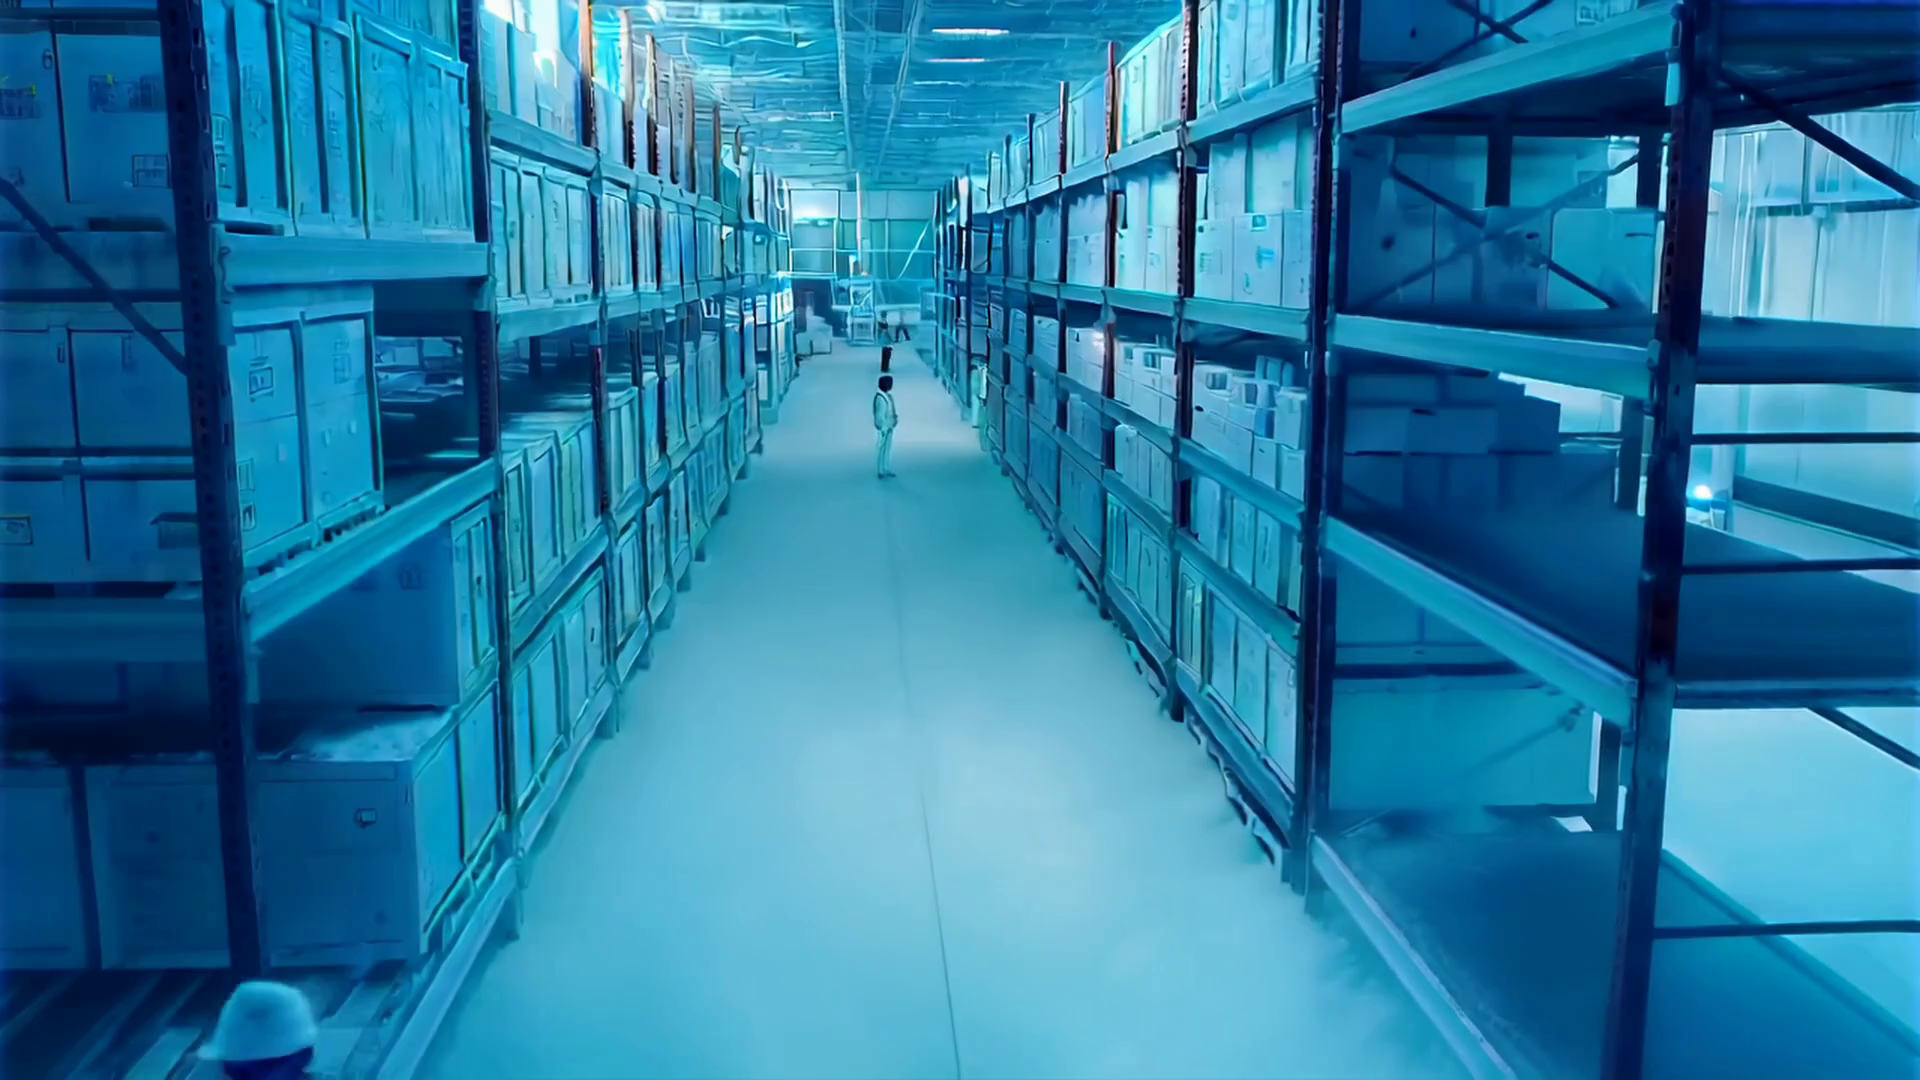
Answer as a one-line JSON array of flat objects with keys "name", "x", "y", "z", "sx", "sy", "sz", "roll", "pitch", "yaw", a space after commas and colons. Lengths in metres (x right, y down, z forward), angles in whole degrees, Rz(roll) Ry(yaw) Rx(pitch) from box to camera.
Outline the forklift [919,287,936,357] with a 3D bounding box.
[{"name": "forklift", "x": -1.085, "y": -8.861, "z": 67.398, "sx": 1.129, "sy": 2.768, "sz": 1.873, "roll": -1, "pitch": 10, "yaw": -3}]

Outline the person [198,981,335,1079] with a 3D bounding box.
[{"name": "person", "x": -1.834, "y": 2.132, "z": 4.698, "sx": 1.013, "sy": 1.893, "sz": 0.556, "roll": 0, "pitch": 10, "yaw": -3}]

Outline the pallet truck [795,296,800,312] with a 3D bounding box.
[{"name": "pallet truck", "x": -8.622, "y": -12.439, "z": 91.403, "sx": 1.885, "sy": 1.965, "sz": 0.823, "roll": 2, "pitch": 10, "yaw": 13}]

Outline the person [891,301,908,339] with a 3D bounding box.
[{"name": "person", "x": -2.998, "y": -10.865, "z": 82.331, "sx": 0.965, "sy": 1.885, "sz": 0.549, "roll": -1, "pitch": 10, "yaw": -6}]

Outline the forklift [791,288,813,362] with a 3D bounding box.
[{"name": "forklift", "x": -6.397, "y": -8.275, "z": 63.900, "sx": 1.129, "sy": 2.768, "sz": 1.873, "roll": -3, "pitch": 10, "yaw": -20}]

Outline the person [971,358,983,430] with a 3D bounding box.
[{"name": "person", "x": 0.398, "y": -3.359, "z": 38.248, "sx": 0.270, "sy": 1.632, "sz": 0.504, "roll": 0, "pitch": 10, "yaw": 0}]

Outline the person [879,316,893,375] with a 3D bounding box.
[{"name": "person", "x": -2.509, "y": -6.612, "z": 56.603, "sx": 0.382, "sy": 1.993, "sz": 0.622, "roll": 5, "pitch": 11, "yaw": 29}]

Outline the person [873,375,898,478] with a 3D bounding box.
[{"name": "person", "x": -1.326, "y": -2.027, "z": 29.705, "sx": 0.430, "sy": 1.838, "sz": 0.622, "roll": 2, "pitch": 10, "yaw": 12}]
